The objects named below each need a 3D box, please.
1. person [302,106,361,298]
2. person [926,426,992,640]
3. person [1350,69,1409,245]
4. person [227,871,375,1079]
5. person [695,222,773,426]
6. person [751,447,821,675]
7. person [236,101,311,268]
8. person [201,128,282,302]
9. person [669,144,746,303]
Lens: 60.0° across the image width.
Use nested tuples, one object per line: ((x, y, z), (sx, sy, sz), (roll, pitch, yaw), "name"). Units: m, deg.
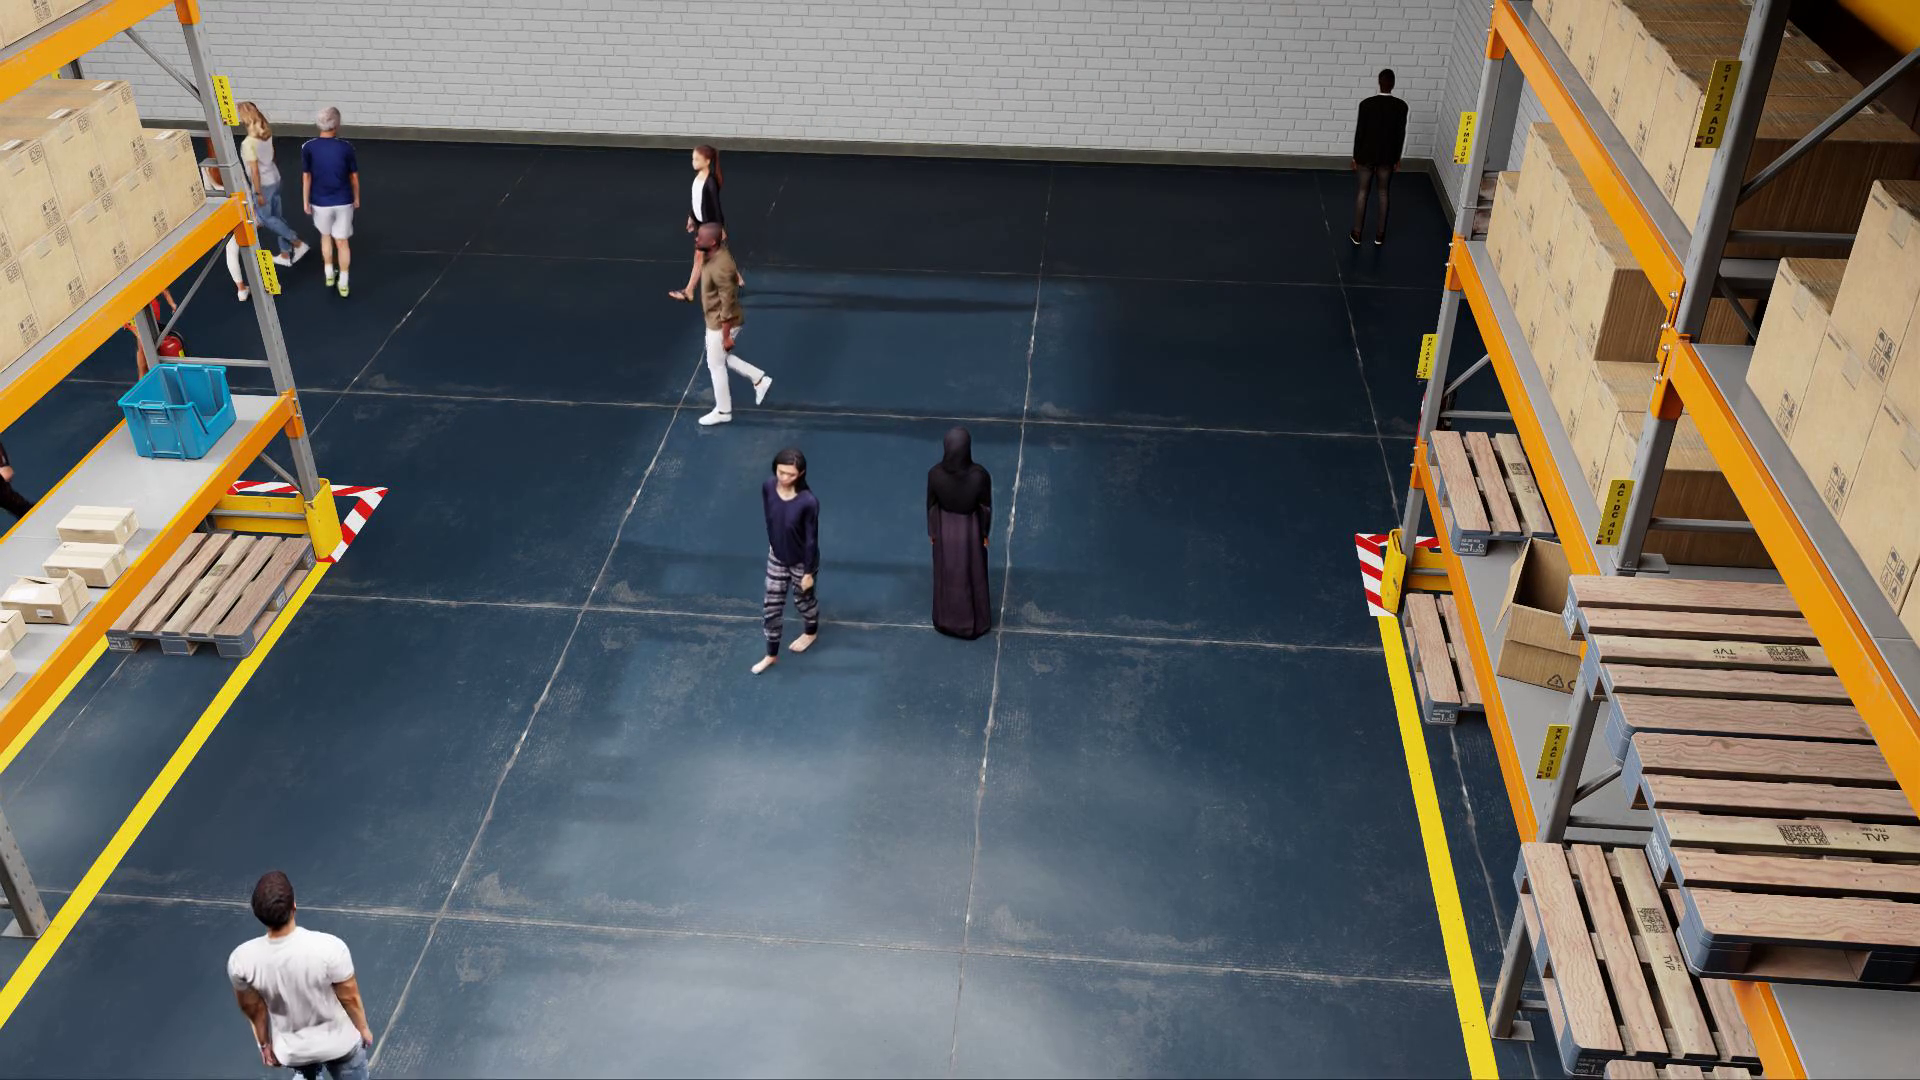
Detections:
((-5.960, -3.175, 15.870), (0.858, 1.785, 0.902), (-13, 36, -19), "person")
((-0.010, -0.062, 11.340), (0.599, 1.614, 0.573), (4, 34, 6), "person")
((4.250, -3.895, 16.937), (0.649, 1.801, 0.548), (4, 34, 6), "person")
((-2.949, 2.310, 7.560), (0.722, 1.848, 0.761), (-2, 34, -4), "person")
((-1.902, -1.809, 13.794), (0.952, 1.807, 0.949), (-8, 34, -12), "person")
((-1.051, 0.063, 11.075), (0.860, 1.699, 0.982), (21, 39, 28), "person")
((-6.746, -3.474, 16.383), (0.743, 1.714, 0.701), (6, 34, 9), "person")
((-6.905, -3.091, 15.808), (0.583, 1.713, 0.544), (4, 34, 6), "person")
((-2.321, -3.039, 15.907), (0.988, 1.517, 1.032), (-17, 37, -24), "person")
